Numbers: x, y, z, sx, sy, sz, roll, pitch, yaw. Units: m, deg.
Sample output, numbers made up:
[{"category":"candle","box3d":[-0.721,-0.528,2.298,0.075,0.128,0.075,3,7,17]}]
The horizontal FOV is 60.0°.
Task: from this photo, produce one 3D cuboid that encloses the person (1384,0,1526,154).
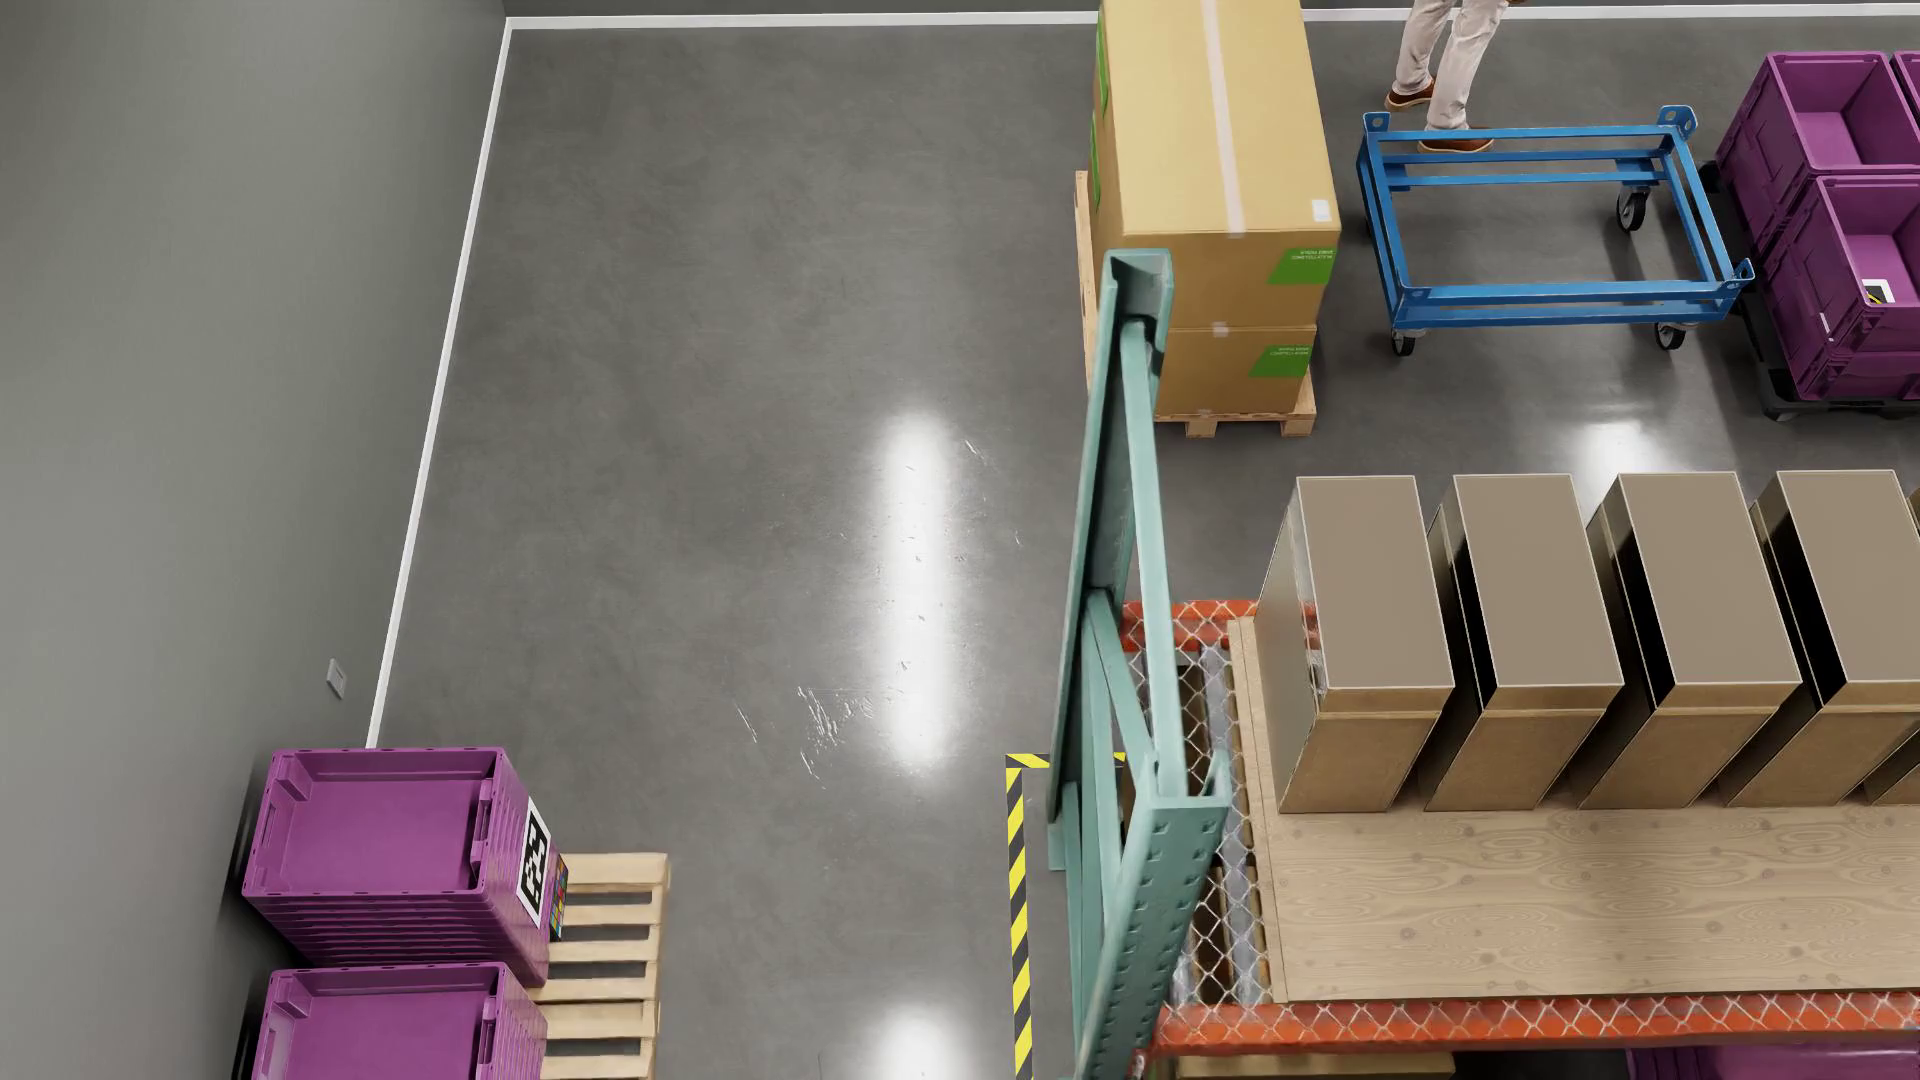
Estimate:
[{"category":"person","box3d":[1.947,-2.263,6.058,0.377,1.995,0.612,-16,59,-10]}]
